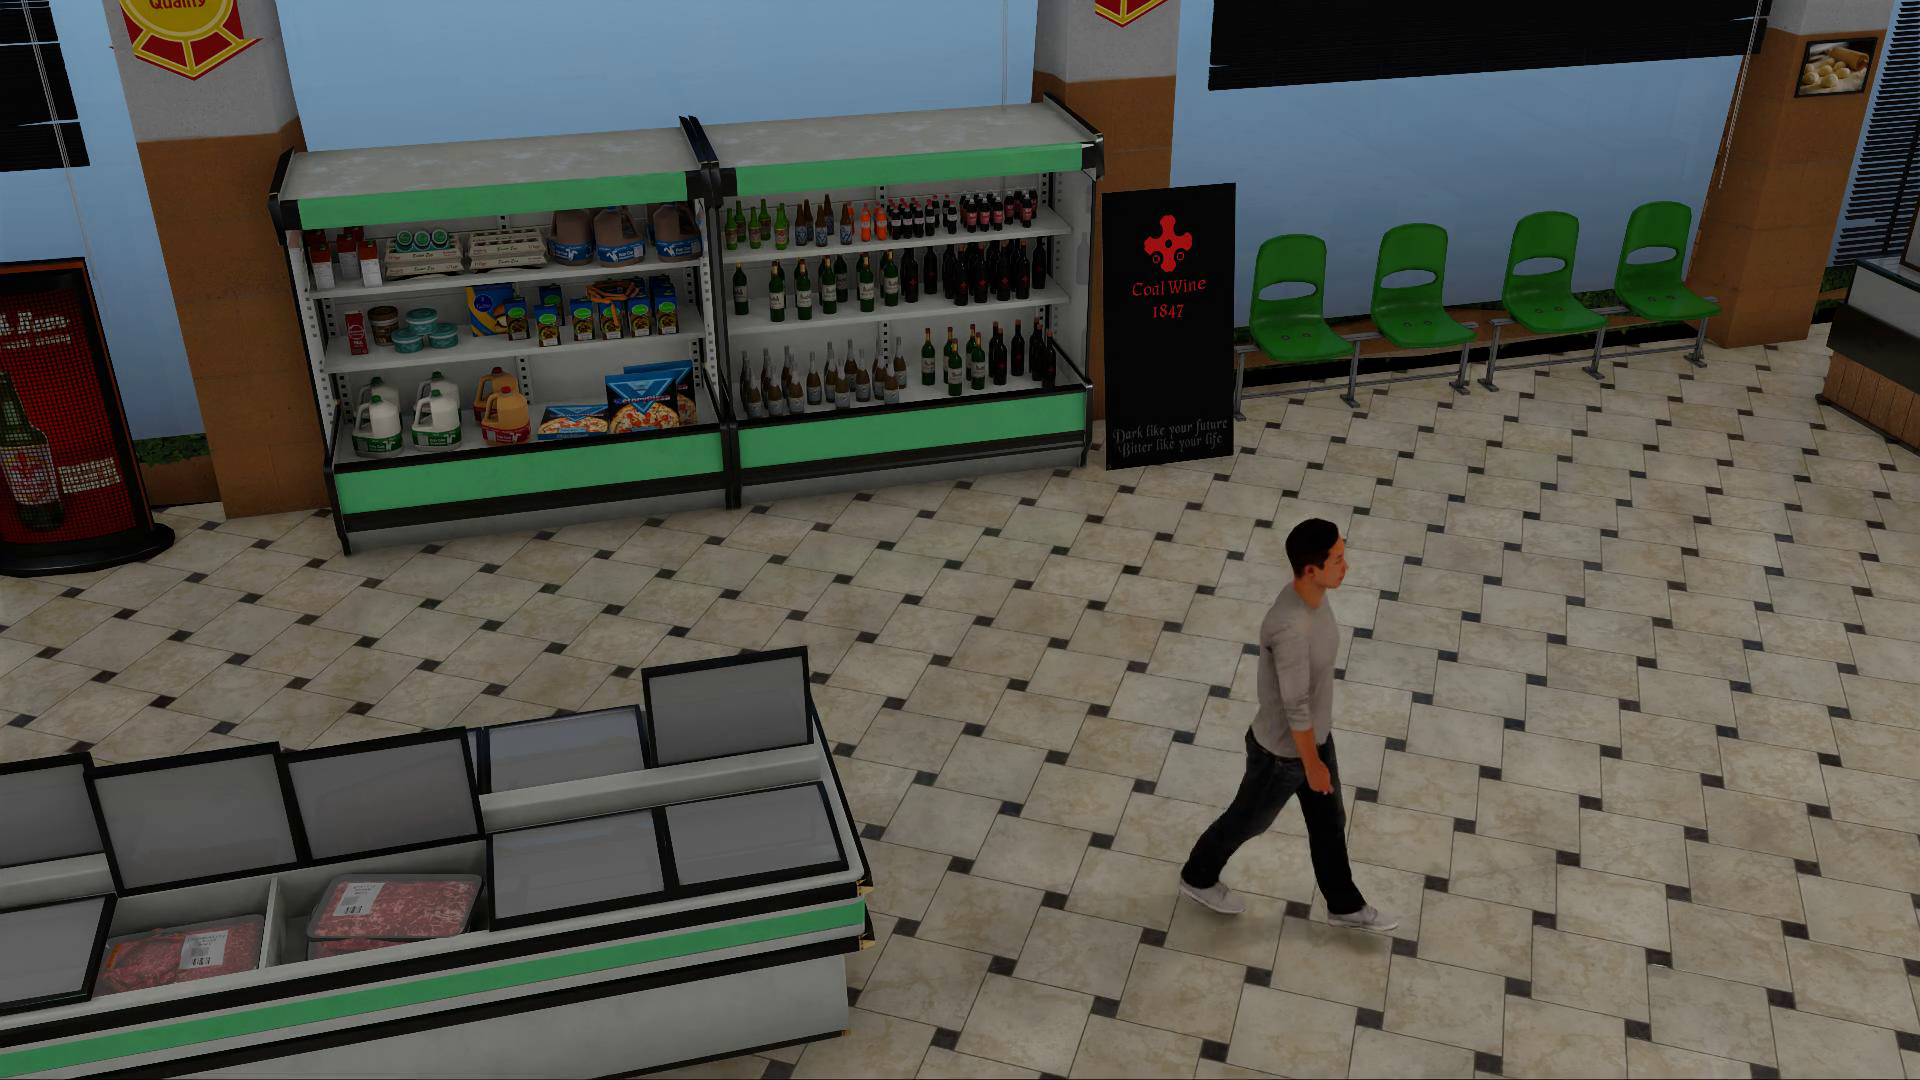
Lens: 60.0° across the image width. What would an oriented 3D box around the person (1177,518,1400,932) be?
[{"bbox_3d":[1.163,0.749,6.310,1.174,1.770,1.097,14,31,23],"label":"person"}]
